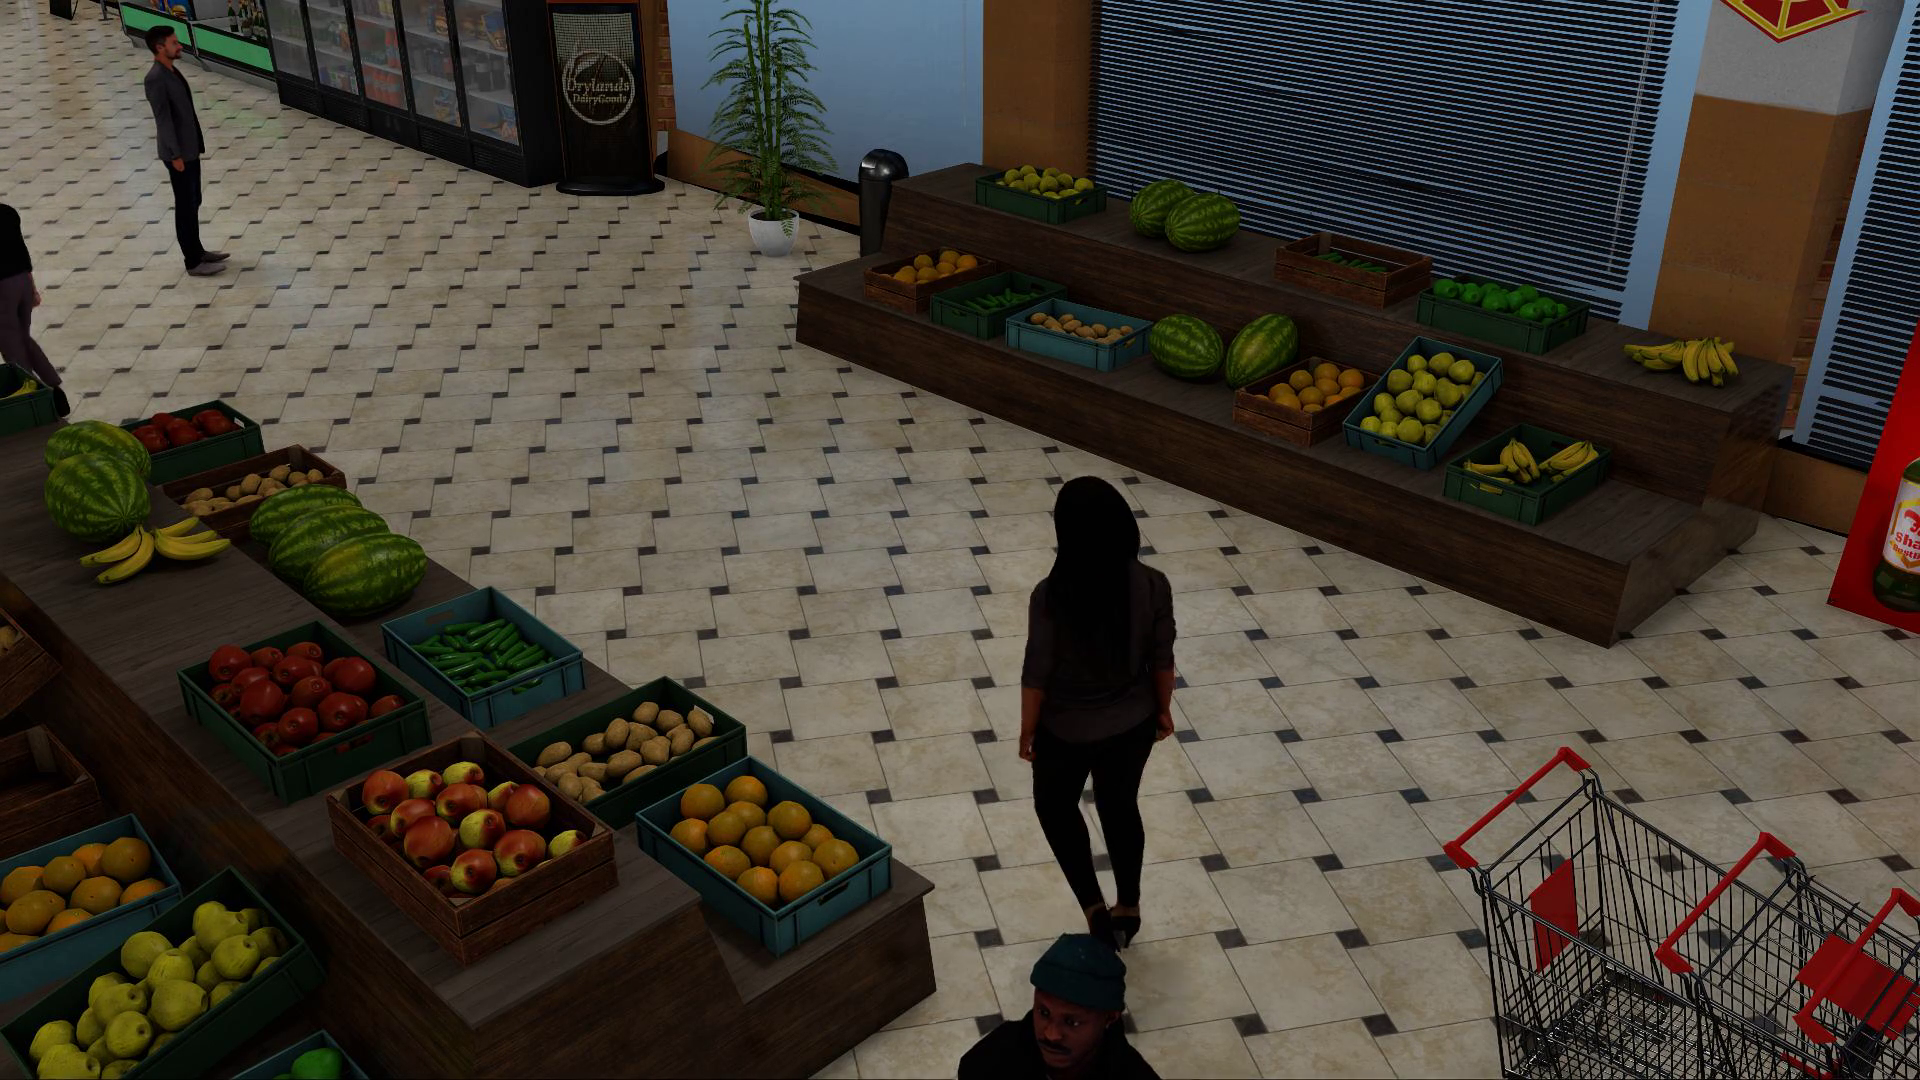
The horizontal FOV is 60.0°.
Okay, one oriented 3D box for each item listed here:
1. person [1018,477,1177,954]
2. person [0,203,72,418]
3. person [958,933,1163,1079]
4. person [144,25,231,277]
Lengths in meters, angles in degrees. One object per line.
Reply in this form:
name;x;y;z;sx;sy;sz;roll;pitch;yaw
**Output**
person;0.465;0.691;5.571;0.929;1.817;1.007;-4;27;-7
person;-5.561;-1.398;9.863;0.783;1.661;0.740;4;27;9
person;0.232;1.612;3.754;0.669;1.818;0.811;10;29;20
person;-5.990;-2.996;12.782;0.834;1.871;0.718;-7;28;-13
